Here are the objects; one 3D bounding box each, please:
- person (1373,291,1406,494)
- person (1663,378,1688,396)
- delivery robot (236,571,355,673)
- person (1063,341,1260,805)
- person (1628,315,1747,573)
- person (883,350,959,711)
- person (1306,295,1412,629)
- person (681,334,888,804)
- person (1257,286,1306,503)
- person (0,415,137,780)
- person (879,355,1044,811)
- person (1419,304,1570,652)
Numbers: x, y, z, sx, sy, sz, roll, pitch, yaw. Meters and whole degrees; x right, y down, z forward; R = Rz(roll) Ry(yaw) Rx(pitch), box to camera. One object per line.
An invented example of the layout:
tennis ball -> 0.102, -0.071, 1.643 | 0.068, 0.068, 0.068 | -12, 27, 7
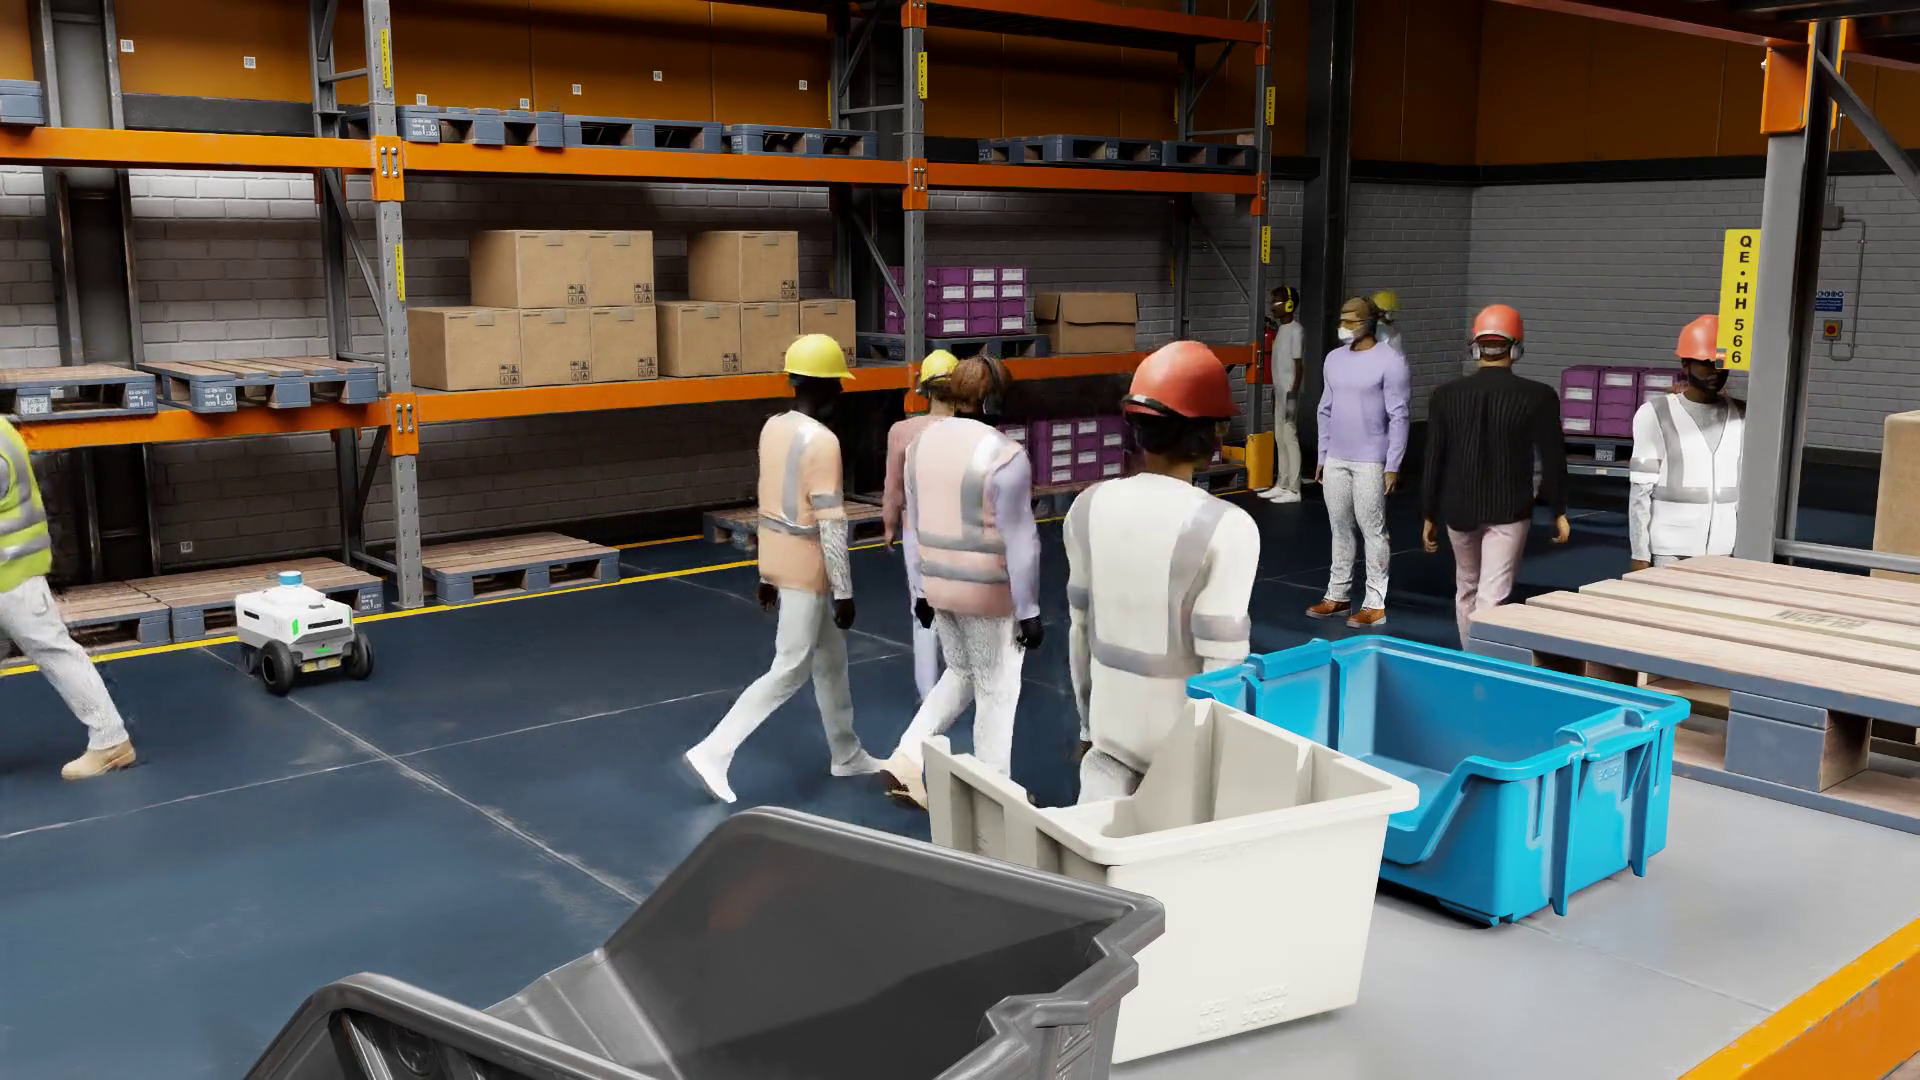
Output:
person -> 3.771, -1.324, 14.983 | 0.406, 1.814, 0.615 | -7, 12, -33
person -> 3.480, 0.037, 7.839 | 0.443, 1.616, 0.545 | -5, 11, -25
delivery robot -> -3.412, 0.405, 8.520 | 0.707, 0.478, 0.477 | 10, 14, 43
person -> 0.471, 0.494, 4.253 | 1.035, 2.005, 0.616 | -10, 14, -43
person -> 3.110, 0.028, 7.058 | 0.550, 1.937, 0.384 | -1, 10, -7
person -> -0.102, -0.056, 8.094 | 0.542, 1.725, 0.818 | -1, 10, -4
person -> 2.330, -0.457, 9.737 | 0.355, 1.936, 0.637 | -7, 12, -34
person -> -0.700, 0.116, 6.708 | 0.928, 1.892, 0.597 | -5, 11, -27
person -> 2.813, -1.258, 14.418 | 0.316, 1.870, 0.525 | -2, 10, -9
person -> -3.960, 0.152, 6.802 | 1.015, 1.783, 0.629 | -6, 12, -28
person -> 0.033, 0.214, 6.288 | 0.545, 1.825, 0.633 | -8, 13, -39
person -> 2.553, -0.138, 7.931 | 0.629, 1.939, 1.010 | 8, 13, 36
